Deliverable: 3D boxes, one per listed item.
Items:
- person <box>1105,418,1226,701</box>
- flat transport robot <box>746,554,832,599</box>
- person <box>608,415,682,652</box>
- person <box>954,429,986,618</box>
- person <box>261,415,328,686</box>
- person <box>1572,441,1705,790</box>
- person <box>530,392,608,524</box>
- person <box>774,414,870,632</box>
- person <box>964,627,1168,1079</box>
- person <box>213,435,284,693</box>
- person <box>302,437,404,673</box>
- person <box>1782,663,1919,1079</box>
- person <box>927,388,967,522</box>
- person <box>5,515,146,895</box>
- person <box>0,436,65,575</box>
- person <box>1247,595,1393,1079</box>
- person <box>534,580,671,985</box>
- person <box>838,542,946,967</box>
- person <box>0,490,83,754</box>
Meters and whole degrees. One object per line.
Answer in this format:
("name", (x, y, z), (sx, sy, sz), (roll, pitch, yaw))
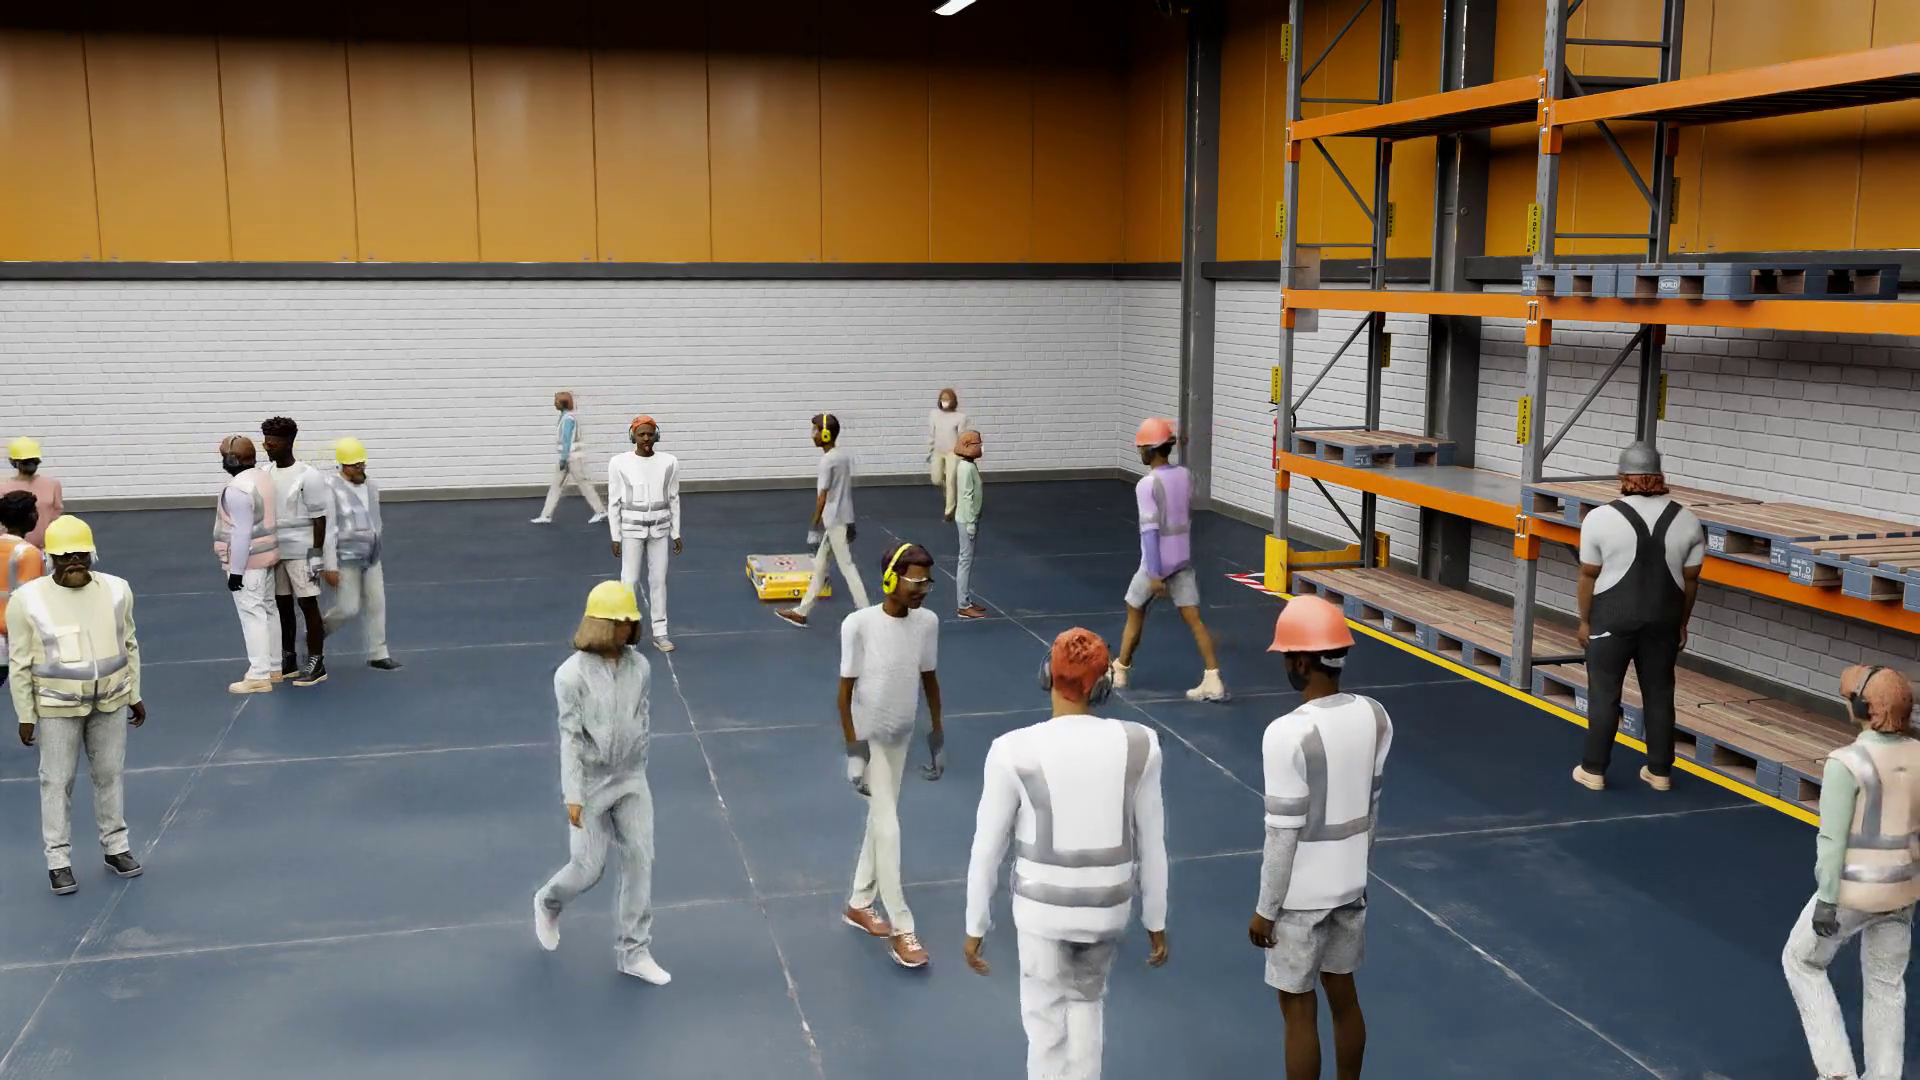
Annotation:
("person", (1.437, 0.137, 11.691), (0.603, 1.988, 1.099), (-8, 12, -40))
("flat transport robot", (-1.642, 0.326, 15.790), (0.652, 0.197, 1.431), (-2, 9, -12))
("person", (-2.474, -0.044, 13.087), (0.572, 1.883, 0.355), (-4, 10, -25))
("person", (0.092, -0.147, 14.495), (0.285, 1.636, 0.500), (0, 9, 2))
("person", (-4.866, 0.077, 12.072), (0.613, 1.964, 0.361), (4, 10, 24))
("person", (3.896, 0.428, 9.653), (0.682, 2.000, 0.535), (0, 9, 3))
("person", (-4.651, -0.980, 19.833), (0.894, 1.591, 0.530), (-4, 10, -24))
("person", (-1.137, -0.124, 13.745), (0.975, 1.824, 0.541), (2, 9, 11))
("person", (0.335, 1.208, 5.337), (0.668, 1.863, 0.483), (-2, 9, -12))
("person", (-5.090, 0.169, 11.892), (0.429, 1.840, 0.632), (0, 9, -3))
("person", (-4.563, 0.118, 12.356), (0.658, 1.799, 0.628), (4, 10, 21))
("person", (3.183, 1.241, 5.867), (0.540, 1.623, 0.424), (-4, 10, -24))
("person", (-0.139, -1.042, 20.104), (0.506, 1.619, 0.494), (4, 10, 23))
("person", (-4.269, 0.783, 8.085), (0.404, 1.829, 0.600), (8, 12, 41))
("person", (-7.092, 0.075, 12.747), (0.387, 1.750, 0.540), (6, 11, 33))
("person", (1.168, 1.138, 5.553), (0.543, 1.934, 0.362), (-7, 12, -38))
("person", (-1.531, 1.003, 7.041), (0.634, 1.721, 0.486), (8, 12, 41))
("person", (-0.261, 0.918, 7.267), (0.528, 1.821, 0.838), (-7, 12, -39))
("person", (-5.850, 0.511, 10.332), (0.537, 1.655, 0.863), (5, 11, 30))
